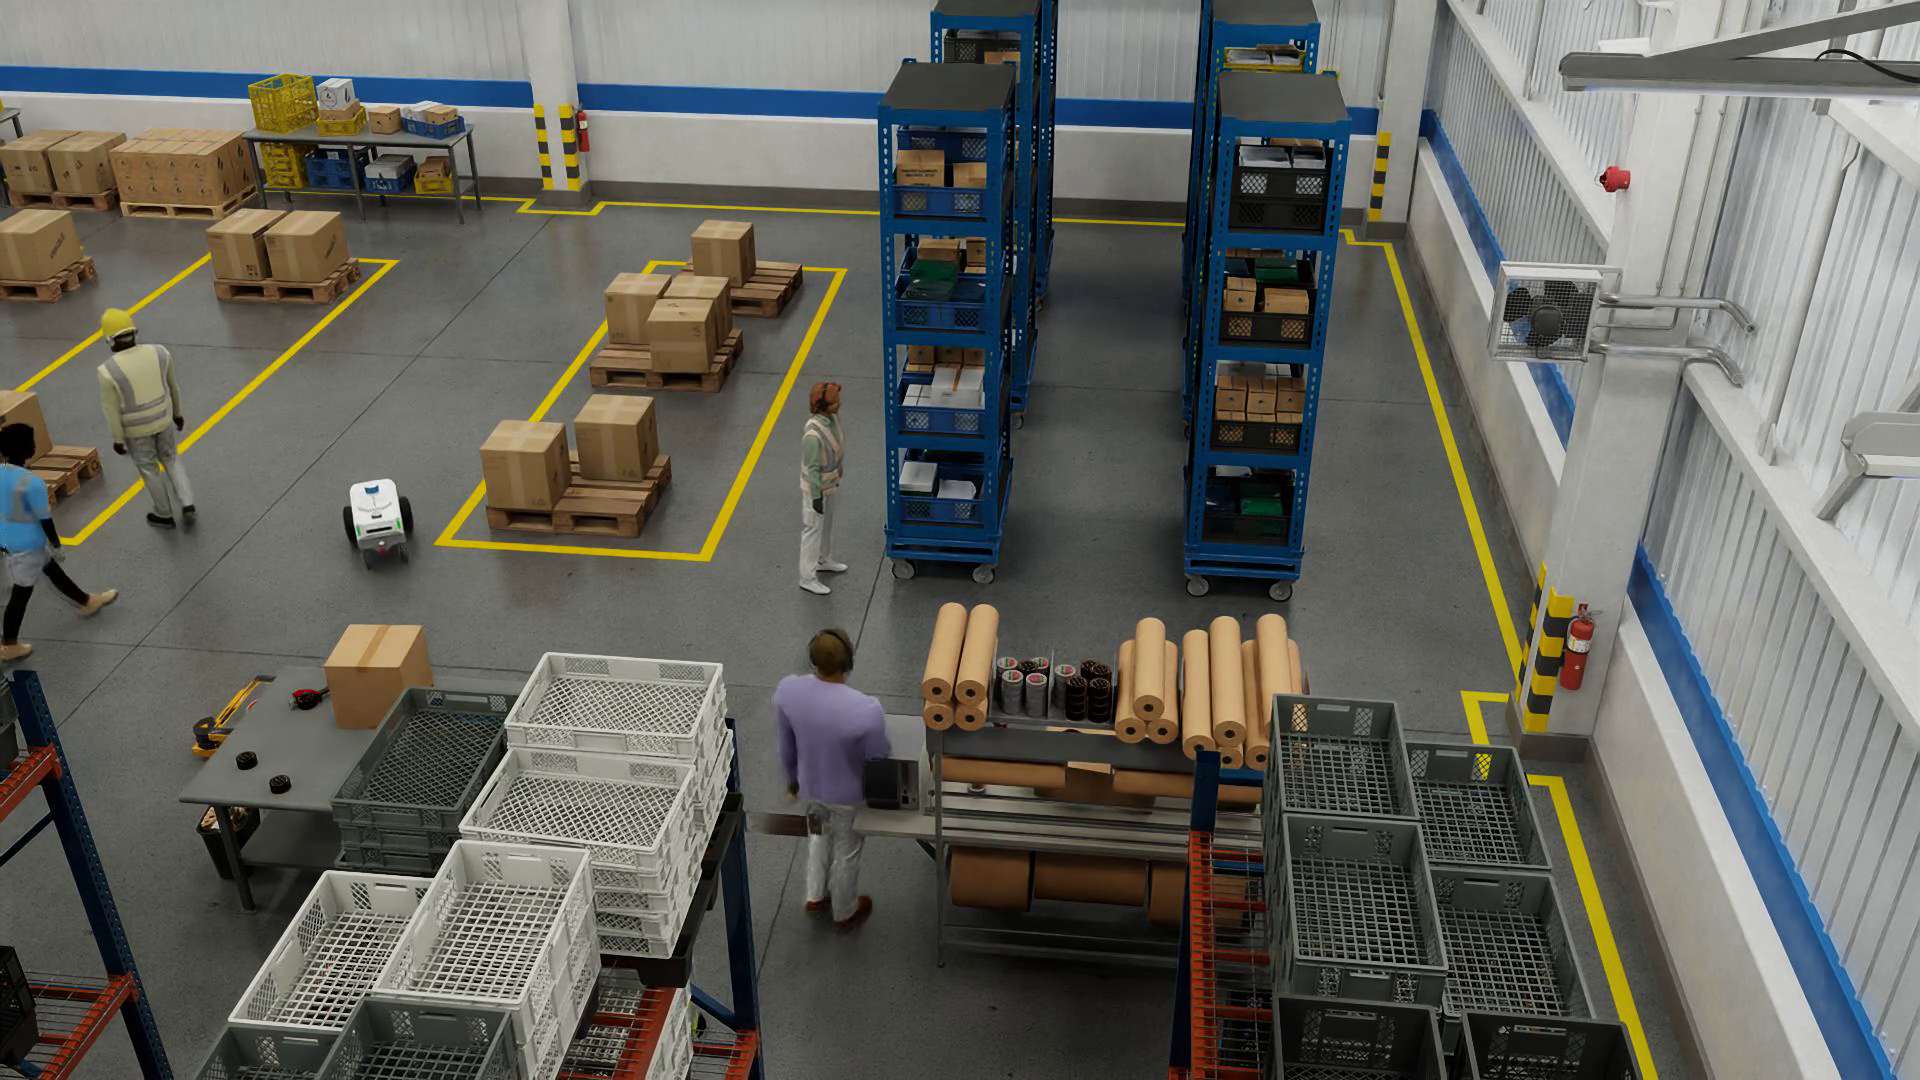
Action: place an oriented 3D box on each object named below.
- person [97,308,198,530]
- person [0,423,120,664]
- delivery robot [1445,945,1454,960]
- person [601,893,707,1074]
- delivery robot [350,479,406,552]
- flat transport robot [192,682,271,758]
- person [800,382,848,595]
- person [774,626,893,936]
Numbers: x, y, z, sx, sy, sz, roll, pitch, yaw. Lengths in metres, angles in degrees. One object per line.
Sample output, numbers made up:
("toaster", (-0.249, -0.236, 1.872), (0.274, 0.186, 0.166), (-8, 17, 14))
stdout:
("person", (-6.195, -0.900, 12.665), (0.452, 1.821, 0.597), (18, 35, 27))
("person", (-6.332, -0.012, 11.310), (0.537, 1.625, 0.941), (19, 35, 29))
("delivery robot", (2.448, 1.943, 8.939), (0.477, 0.478, 0.707), (-7, 31, -12))
("person", (-1.356, 2.210, 7.300), (0.429, 1.841, 0.634), (21, 36, 32))
("delivery robot", (-4.431, -0.208, 12.628), (0.477, 0.478, 0.707), (-10, 31, -18))
("flat transport robot", (-4.089, 1.163, 10.648), (1.431, 0.197, 0.652), (3, 30, 6))
("person", (-0.983, -0.395, 11.991), (0.323, 1.627, 0.528), (8, 31, 14))
("person", (-0.637, 1.291, 8.794), (0.648, 1.927, 0.426), (18, 35, 28))
